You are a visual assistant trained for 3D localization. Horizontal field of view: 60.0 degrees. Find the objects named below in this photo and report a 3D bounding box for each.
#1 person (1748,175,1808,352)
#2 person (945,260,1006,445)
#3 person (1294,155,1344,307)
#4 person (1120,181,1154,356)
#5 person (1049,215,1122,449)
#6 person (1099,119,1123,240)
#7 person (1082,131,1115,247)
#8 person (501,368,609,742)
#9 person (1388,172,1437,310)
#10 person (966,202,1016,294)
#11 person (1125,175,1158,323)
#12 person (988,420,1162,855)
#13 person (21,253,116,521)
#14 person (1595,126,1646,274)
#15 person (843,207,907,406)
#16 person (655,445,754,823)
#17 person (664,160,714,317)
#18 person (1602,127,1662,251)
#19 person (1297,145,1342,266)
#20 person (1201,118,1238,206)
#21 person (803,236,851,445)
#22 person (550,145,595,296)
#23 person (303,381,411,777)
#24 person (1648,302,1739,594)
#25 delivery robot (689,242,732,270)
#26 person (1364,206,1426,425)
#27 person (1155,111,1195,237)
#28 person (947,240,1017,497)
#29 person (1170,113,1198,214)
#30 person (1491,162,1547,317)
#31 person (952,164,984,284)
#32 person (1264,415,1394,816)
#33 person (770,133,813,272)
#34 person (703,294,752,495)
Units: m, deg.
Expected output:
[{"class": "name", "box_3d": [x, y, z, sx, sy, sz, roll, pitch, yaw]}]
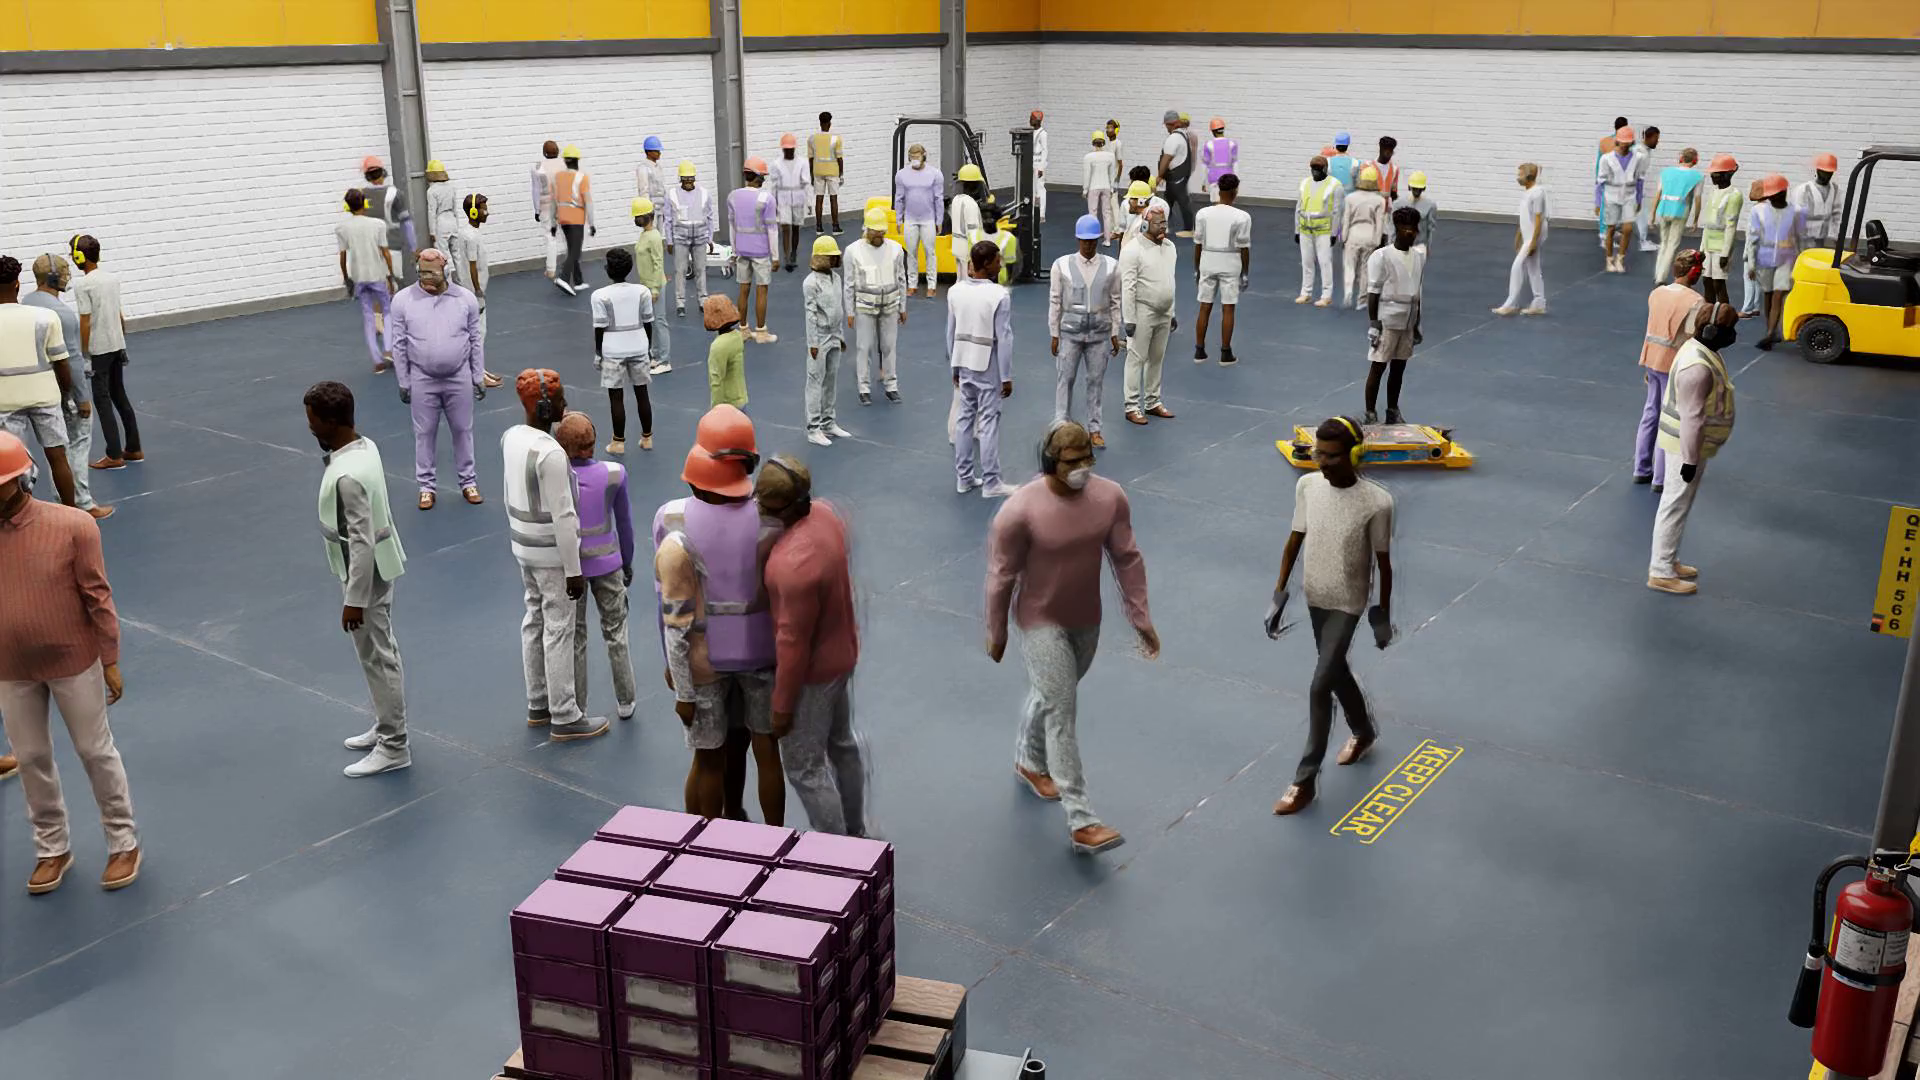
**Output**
[{"class": "person", "box_3d": [8.809, -2.995, 17.930, 0.613, 1.862, 1.012, 10, 21, 30]}, {"class": "person", "box_3d": [0.139, -1.588, 13.919, 0.535, 1.610, 0.359, -5, 18, -16]}, {"class": "person", "box_3d": [4.390, -3.804, 20.499, 0.619, 1.835, 0.431, 16, 24, 41]}, {"class": "person", "box_3d": [1.885, -2.853, 17.517, 0.403, 1.830, 0.599, -2, 18, -5]}, {"class": "person", "box_3d": [1.034, -1.708, 13.746, 0.605, 1.949, 0.402, -2, 18, -5]}, {"class": "person", "box_3d": [2.394, -5.715, 26.406, 0.321, 1.873, 0.532, -6, 19, -18]}, {"class": "person", "box_3d": [2.115, -5.373, 25.512, 0.533, 1.764, 0.322, -7, 19, -21]}, {"class": "person", "box_3d": [-2.041, 0.075, 8.274, 0.342, 1.882, 0.586, -14, 22, -36]}, {"class": "person", "box_3d": [5.266, -3.412, 19.437, 0.529, 1.728, 0.870, 6, 19, 17]}, {"class": "person", "box_3d": [0.332, -2.653, 17.150, 0.532, 1.678, 0.479, 4, 18, 14]}, {"class": "person", "box_3d": [2.130, -3.363, 19.252, 0.282, 1.746, 0.493, 14, 22, 37]}, {"class": "person", "box_3d": [0.490, 0.393, 7.281, 0.647, 1.877, 1.046, -11, 21, -30]}, {"class": "person", "box_3d": [-6.353, -1.063, 11.776, 0.635, 1.927, 0.372, 14, 22, 37]}, {"class": "person", "box_3d": [9.070, -4.660, 22.861, 0.656, 2.014, 0.681, 3, 18, 8]}, {"class": "person", "box_3d": [-0.774, -2.150, 15.344, 0.600, 1.821, 0.403, -6, 19, -19]}, {"class": "person", "box_3d": [-0.982, 0.510, 6.859, 0.391, 1.924, 0.550, 9, 20, 26]}, {"class": "person", "box_3d": [-3.214, -3.586, 19.810, 0.590, 1.833, 0.404, -7, 19, -20]}, {"class": "person", "box_3d": [10.288, -5.303, 25.175, 1.011, 1.838, 0.599, 10, 20, 28]}, {"class": "person", "box_3d": [5.310, -4.745, 23.641, 0.851, 1.711, 0.566, -4, 18, -13]}, {"class": "person", "box_3d": [4.089, -5.707, 26.333, 0.574, 1.896, 0.863, -1, 18, -2]}, {"class": "person", "box_3d": [-1.118, -1.684, 14.003, 0.298, 1.745, 0.484, 9, 20, 27]}, {"class": "person", "box_3d": [-5.048, -4.095, 21.340, 0.628, 1.881, 0.847, 8, 19, 23]}, {"class": "person", "box_3d": [-2.832, 0.180, 7.901, 0.390, 1.914, 0.587, -5, 18, -15]}, {"class": "person", "box_3d": [4.596, -0.580, 10.425, 0.431, 1.835, 0.620, 8, 19, 24]}, {"class": "delivery robot", "box_3d": [-3.454, -3.899, 22.701, 0.707, 0.478, 0.477, 1, 18, 3]}, {"class": "person", "box_3d": [3.719, -1.862, 14.200, 0.602, 1.967, 0.368, -10, 20, -29]}, {"class": "person", "box_3d": [3.385, -5.912, 26.749, 1.000, 2.000, 0.707, 7, 19, 22]}, {"class": "person", "box_3d": [0.146, -1.273, 12.441, 0.590, 1.917, 0.398, 16, 24, 40]}, {"class": "person", "box_3d": [3.976, -6.734, 29.783, 0.534, 1.756, 0.342, -3, 18, -8]}, {"class": "person", "box_3d": [6.675, -3.559, 19.756, 0.801, 1.808, 0.535, 1, 18, 3]}, {"class": "person", "box_3d": [0.094, -3.146, 18.276, 0.360, 1.930, 0.586, -7, 19, -20]}, {"class": "person", "box_3d": [1.759, 0.297, 7.715, 0.936, 1.823, 0.483, -14, 22, -37]}, {"class": "person", "box_3d": [-2.352, -4.710, 23.234, 0.563, 1.882, 0.982, -3, 18, -9]}, {"class": "person", "box_3d": [-1.666, -0.940, 11.871, 0.294, 1.625, 0.502, 3, 18, 11]}]
